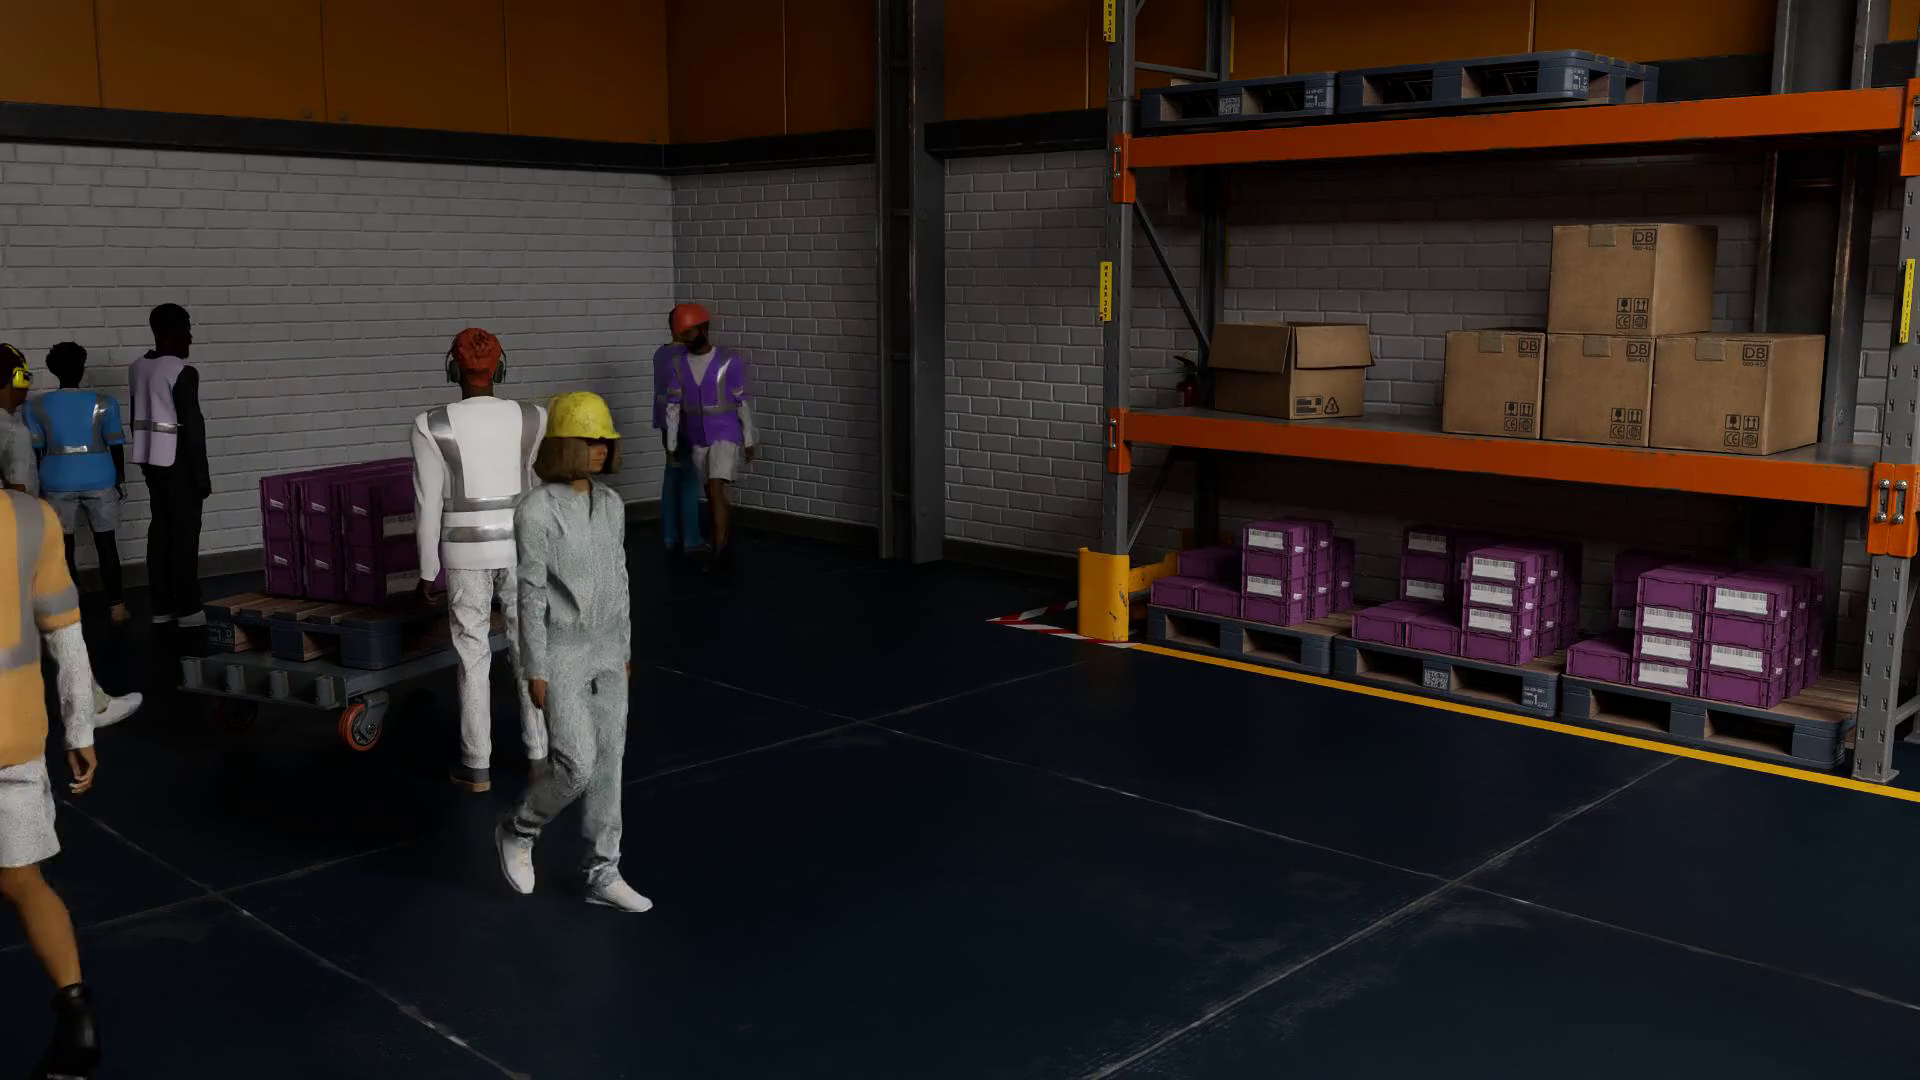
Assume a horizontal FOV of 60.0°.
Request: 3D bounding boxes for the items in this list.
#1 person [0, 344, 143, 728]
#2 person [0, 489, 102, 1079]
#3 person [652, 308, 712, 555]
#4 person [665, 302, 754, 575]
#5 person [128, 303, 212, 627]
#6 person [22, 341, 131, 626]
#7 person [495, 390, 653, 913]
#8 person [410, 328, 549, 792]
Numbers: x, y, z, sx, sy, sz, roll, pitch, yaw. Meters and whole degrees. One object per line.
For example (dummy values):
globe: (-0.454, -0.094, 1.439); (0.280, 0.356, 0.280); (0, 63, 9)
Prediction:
person: (-4.199, 0.041, 7.324); (0.492, 1.806, 1.053); (5, 10, 26)
person: (-2.430, 0.507, 4.118); (0.675, 1.911, 0.587); (8, 12, 41)
person: (-2.069, -0.810, 12.370); (0.380, 1.845, 0.570); (-9, 13, -42)
person: (-1.752, -0.700, 11.557); (0.560, 1.882, 0.831); (3, 10, 17)
person: (-4.675, -0.437, 9.873); (0.597, 1.915, 0.369); (6, 11, 32)
person: (-5.192, -0.316, 9.797); (0.540, 1.697, 0.317); (-5, 10, -27)
person: (-1.266, 0.372, 5.449); (0.457, 1.730, 0.500); (5, 10, 28)
person: (-1.926, 0.084, 6.783); (0.573, 1.883, 0.359); (-5, 11, -30)
